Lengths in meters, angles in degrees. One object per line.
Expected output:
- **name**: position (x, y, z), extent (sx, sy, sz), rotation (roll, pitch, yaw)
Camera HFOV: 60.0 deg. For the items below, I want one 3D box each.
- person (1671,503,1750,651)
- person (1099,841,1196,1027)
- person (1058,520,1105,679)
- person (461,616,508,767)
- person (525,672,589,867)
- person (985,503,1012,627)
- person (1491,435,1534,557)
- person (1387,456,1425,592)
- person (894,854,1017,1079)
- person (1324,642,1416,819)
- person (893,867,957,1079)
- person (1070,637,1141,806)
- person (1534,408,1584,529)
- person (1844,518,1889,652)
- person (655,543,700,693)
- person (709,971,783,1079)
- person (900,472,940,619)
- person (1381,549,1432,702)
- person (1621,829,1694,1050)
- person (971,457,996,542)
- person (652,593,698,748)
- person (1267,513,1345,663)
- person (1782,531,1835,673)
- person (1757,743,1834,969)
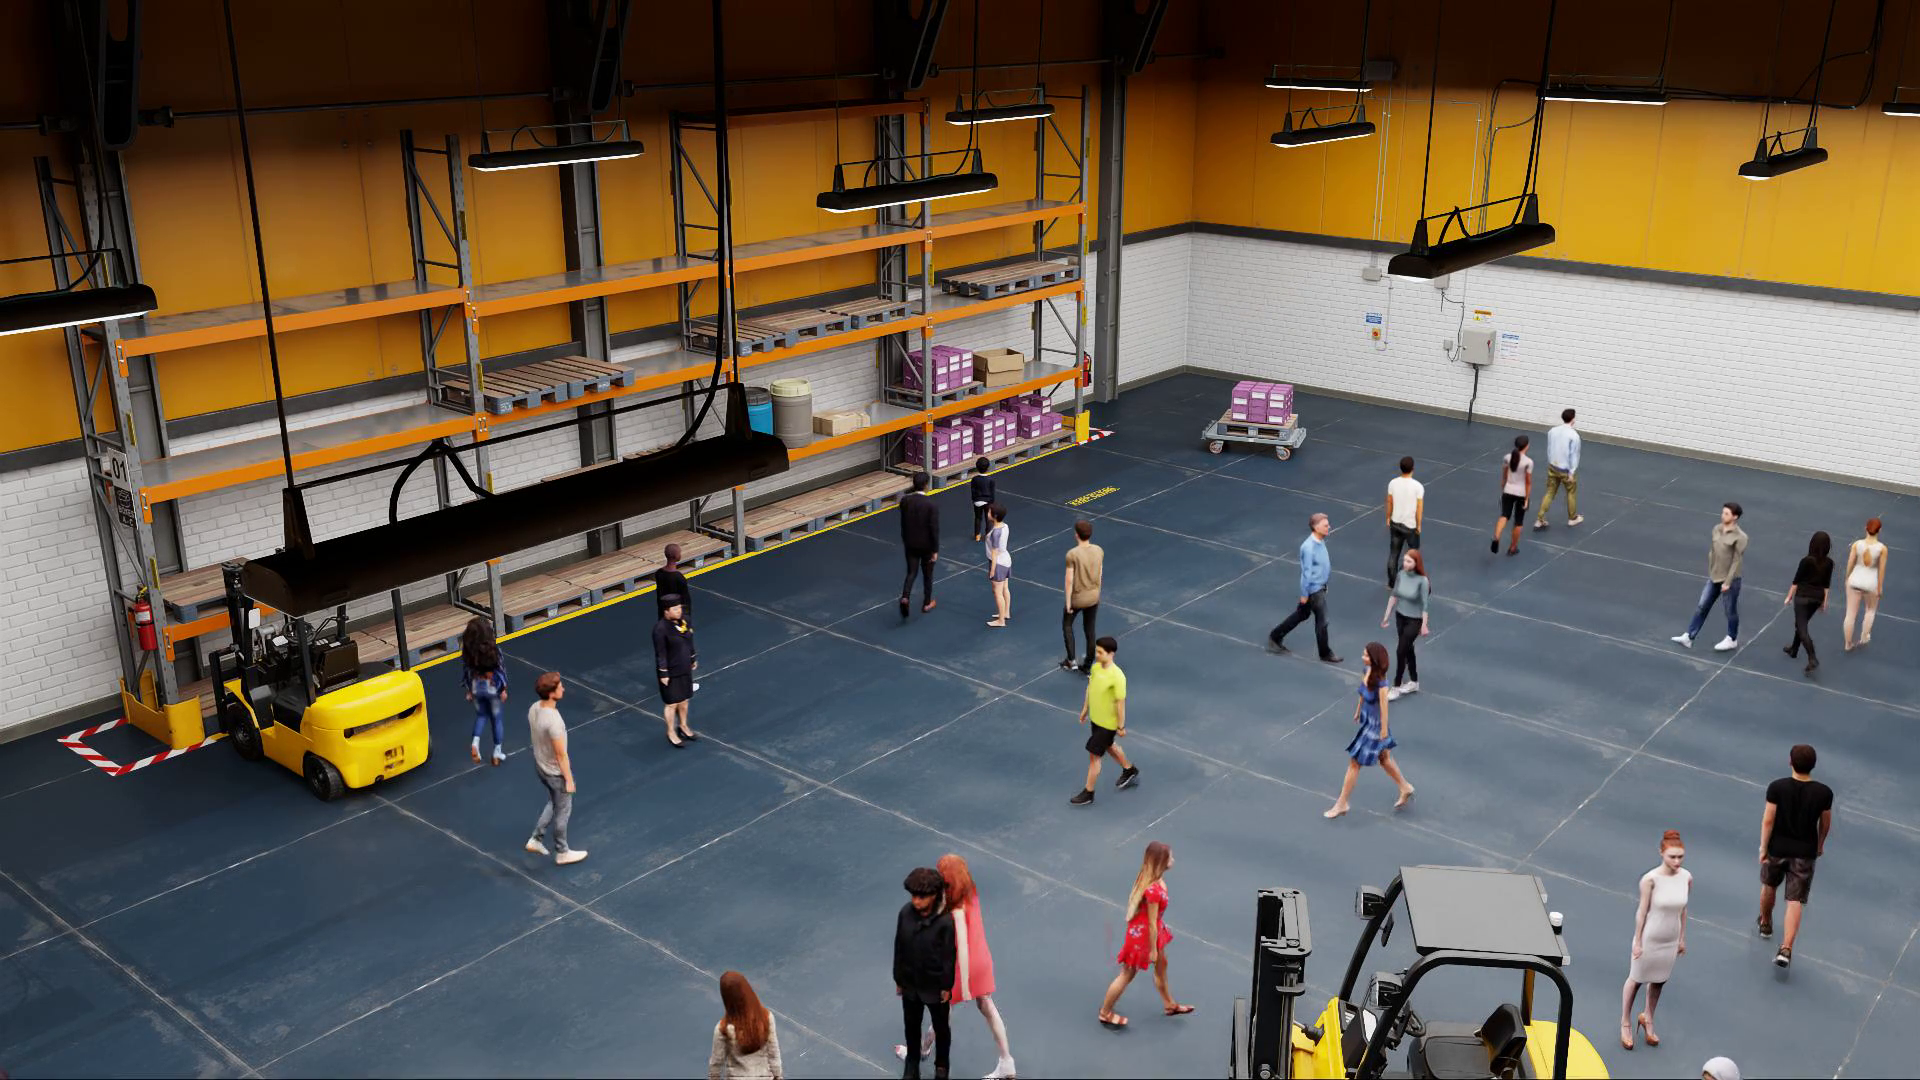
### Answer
- **person**: position (9.111, 0.467, 19.642), extent (1.234, 1.823, 1.032), rotation (-7, 20, -21)
- **person**: position (1.319, 2.996, 12.568), extent (0.999, 1.545, 0.985), rotation (0, 19, 0)
- **person**: position (1.454, 0.699, 18.937), extent (0.810, 1.833, 0.877), rotation (-7, 20, -20)
- **person**: position (-4.801, 1.561, 16.732), extent (0.815, 1.606, 0.907), rotation (4, 19, 11)
- **person**: position (-3.695, 2.062, 14.807), extent (0.851, 1.886, 0.790), rotation (-13, 23, -34)
- **person**: position (0.489, 0.282, 20.600), extent (0.700, 1.562, 0.591), rotation (5, 19, 15)
- **person**: position (7.598, -0.584, 22.903), extent (0.615, 1.734, 0.877), rotation (17, 25, 41)
- **person**: position (5.742, -0.187, 21.633), extent (0.672, 1.792, 0.635), rotation (13, 23, 34)
- **person**: position (0.157, 3.112, 11.875), extent (1.010, 1.767, 1.171), rotation (4, 19, 13)
- **person**: position (3.974, 1.823, 15.710), extent (1.183, 1.763, 1.124), rotation (-1, 19, -3)
- **person**: position (-0.239, 3.117, 11.853), extent (0.710, 1.772, 0.717), rotation (7, 20, 19)
- **person**: position (1.469, 1.714, 16.175), extent (1.186, 1.673, 0.923), rotation (-9, 20, -24)
- **person**: position (8.649, -0.998, 24.071), extent (1.173, 1.773, 0.910), rotation (-11, 22, -30)
- **person**: position (10.683, 0.554, 19.686), extent (0.596, 1.629, 0.761), rotation (13, 23, 34)
- **person**: position (-3.188, 0.874, 18.549), extent (0.630, 1.749, 0.582), rotation (10, 21, 28)
- **person**: position (-1.314, 3.588, 10.627), extent (1.175, 1.661, 0.967), rotation (-9, 21, -25)
- **person**: position (-0.551, 0.077, 20.735), extent (0.907, 1.863, 1.132), rotation (8, 20, 22)
- **person**: position (5.047, 0.910, 18.487), extent (0.906, 1.720, 0.762), rotation (-10, 21, -27)
- **person**: position (5.152, 2.958, 12.292), extent (0.627, 1.793, 0.709), rotation (-3, 19, -10)
- **person**: position (0.336, -0.586, 23.706), extent (0.573, 1.224, 0.600), rotation (4, 19, 12)
- **person**: position (-2.962, 1.341, 17.284), extent (0.780, 1.673, 0.598), rotation (12, 22, 31)
- **person**: position (4.043, 0.542, 19.485), extent (0.956, 1.781, 1.185), rotation (8, 20, 21)
- **person**: position (9.832, 0.726, 19.200), extent (1.024, 1.614, 1.052), rotation (-3, 19, -8)
- **person**: position (6.711, 2.552, 13.418), extent (0.870, 1.844, 1.238), rotation (8, 20, 23)
